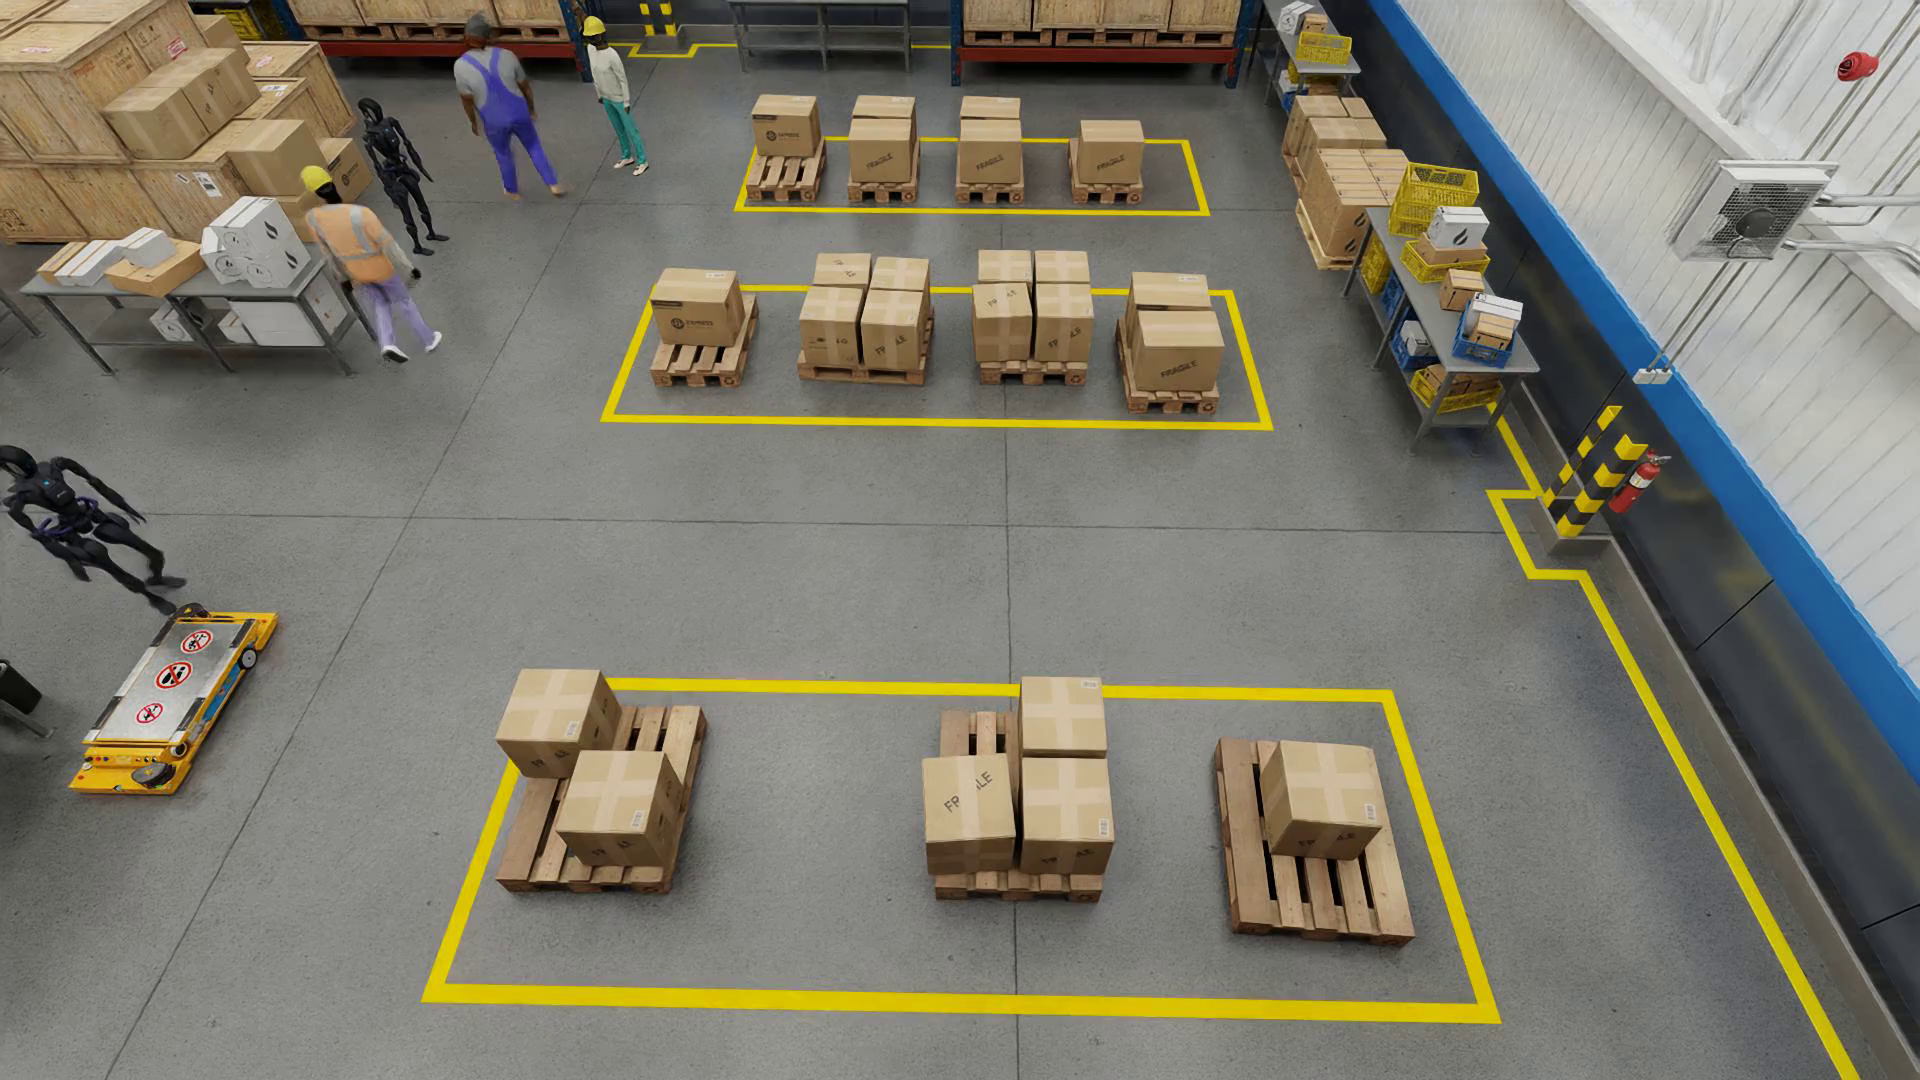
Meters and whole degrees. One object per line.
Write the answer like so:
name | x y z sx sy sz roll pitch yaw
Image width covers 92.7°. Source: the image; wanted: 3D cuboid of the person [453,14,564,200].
person | -5.120 -4.776 10.249 0.773 2.000 0.639 -25 54 -20

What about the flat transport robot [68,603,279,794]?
flat transport robot | -5.504 1.072 6.442 0.652 0.197 1.431 1 50 1

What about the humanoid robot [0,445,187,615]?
humanoid robot | -6.152 -0.065 6.498 0.380 1.651 0.595 12 51 10

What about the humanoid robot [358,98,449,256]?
humanoid robot | -5.903 -3.838 9.690 0.370 1.647 0.573 10 51 8

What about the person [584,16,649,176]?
person | -4.080 -5.209 10.790 0.531 1.772 0.298 27 55 21

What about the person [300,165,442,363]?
person | -5.376 -2.446 8.377 0.684 1.890 0.586 -2 50 -2
